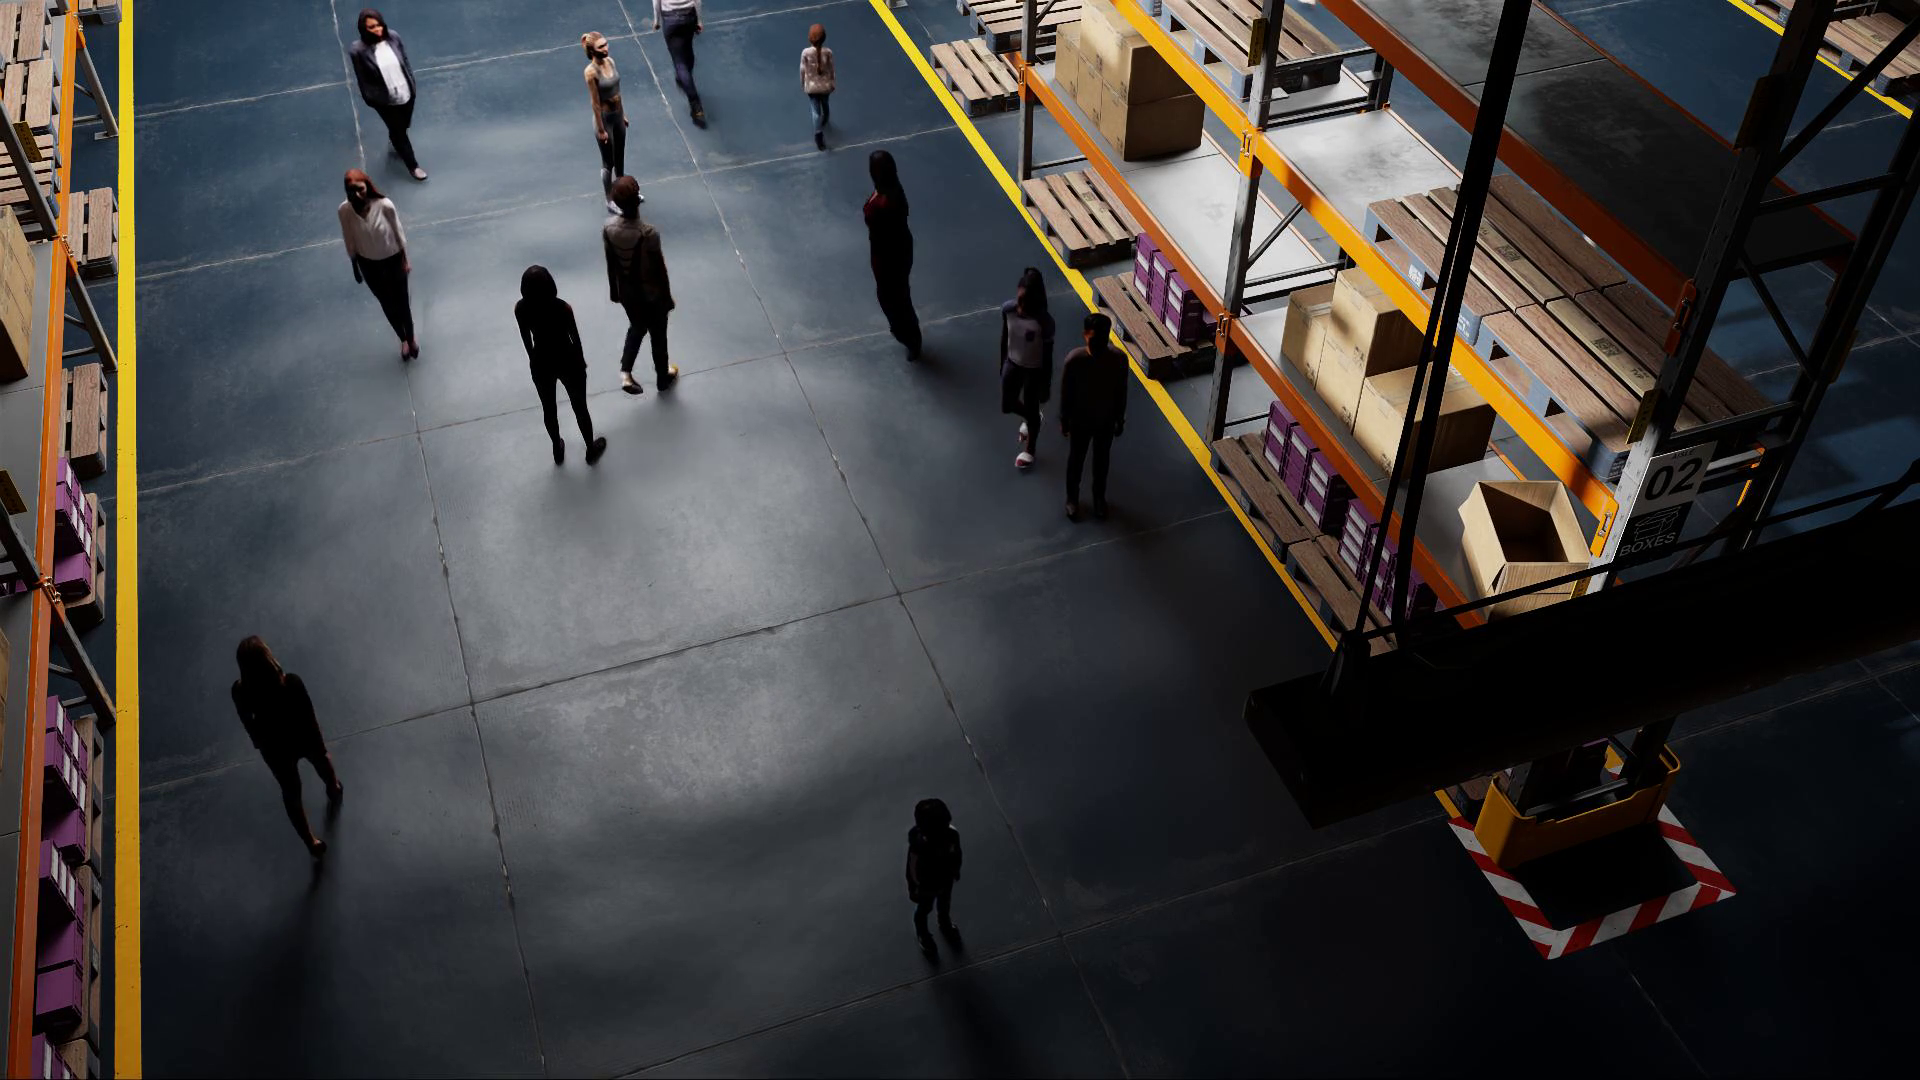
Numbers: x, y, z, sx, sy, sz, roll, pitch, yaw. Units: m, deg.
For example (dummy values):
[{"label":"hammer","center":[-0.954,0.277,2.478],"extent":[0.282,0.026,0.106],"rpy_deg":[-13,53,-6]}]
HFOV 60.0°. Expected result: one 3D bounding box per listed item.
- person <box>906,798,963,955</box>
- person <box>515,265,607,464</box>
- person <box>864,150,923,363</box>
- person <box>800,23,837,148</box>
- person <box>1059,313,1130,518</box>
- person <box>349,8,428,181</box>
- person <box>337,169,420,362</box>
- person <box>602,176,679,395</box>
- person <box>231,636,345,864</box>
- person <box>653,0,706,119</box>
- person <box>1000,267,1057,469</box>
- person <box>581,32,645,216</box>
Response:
[{"label":"person","center":[-0.142,1.870,9.373],"extent":[0.562,1.222,0.561],"rpy_deg":[-28,50,-26]},{"label":"person","center":[-2.989,-1.296,12.320],"extent":[0.664,1.741,0.642],"rpy_deg":[1,44,1]},{"label":"person","center":[-0.484,-2.272,13.362],"extent":[0.942,1.718,0.673],"rpy_deg":[-15,46,-15]},{"label":"person","center":[-1.360,-4.331,15.924],"extent":[0.569,1.164,0.830],"rpy_deg":[-6,44,-7]},{"label":"person","center":[0.954,-0.898,11.884],"extent":[0.685,1.766,0.629],"rpy_deg":[-6,44,-6]},{"label":"person","center":[-5.322,-4.184,15.473],"extent":[0.940,1.574,1.139],"rpy_deg":[-34,53,-31]},{"label":"person","center":[-4.606,-2.230,13.293],"extent":[0.669,1.751,0.661],"rpy_deg":[-6,44,-6]},{"label":"person","center":[-2.505,-1.866,12.823],"extent":[0.970,1.872,1.046],"rpy_deg":[16,46,16]},{"label":"person","center":[-3.935,1.243,9.720],"extent":[0.610,1.652,0.901],"rpy_deg":[-11,45,-11]},{"label":"person","center":[-2.704,-5.006,16.133],"extent":[0.758,1.854,1.254],"rpy_deg":[-21,48,-21]},{"label":"person","center":[0.545,-1.304,12.346],"extent":[0.799,1.717,0.868],"rpy_deg":[23,48,23]},{"label":"person","center":[-3.158,-3.760,14.933],"extent":[0.723,1.704,0.661],"rpy_deg":[17,46,17]}]
